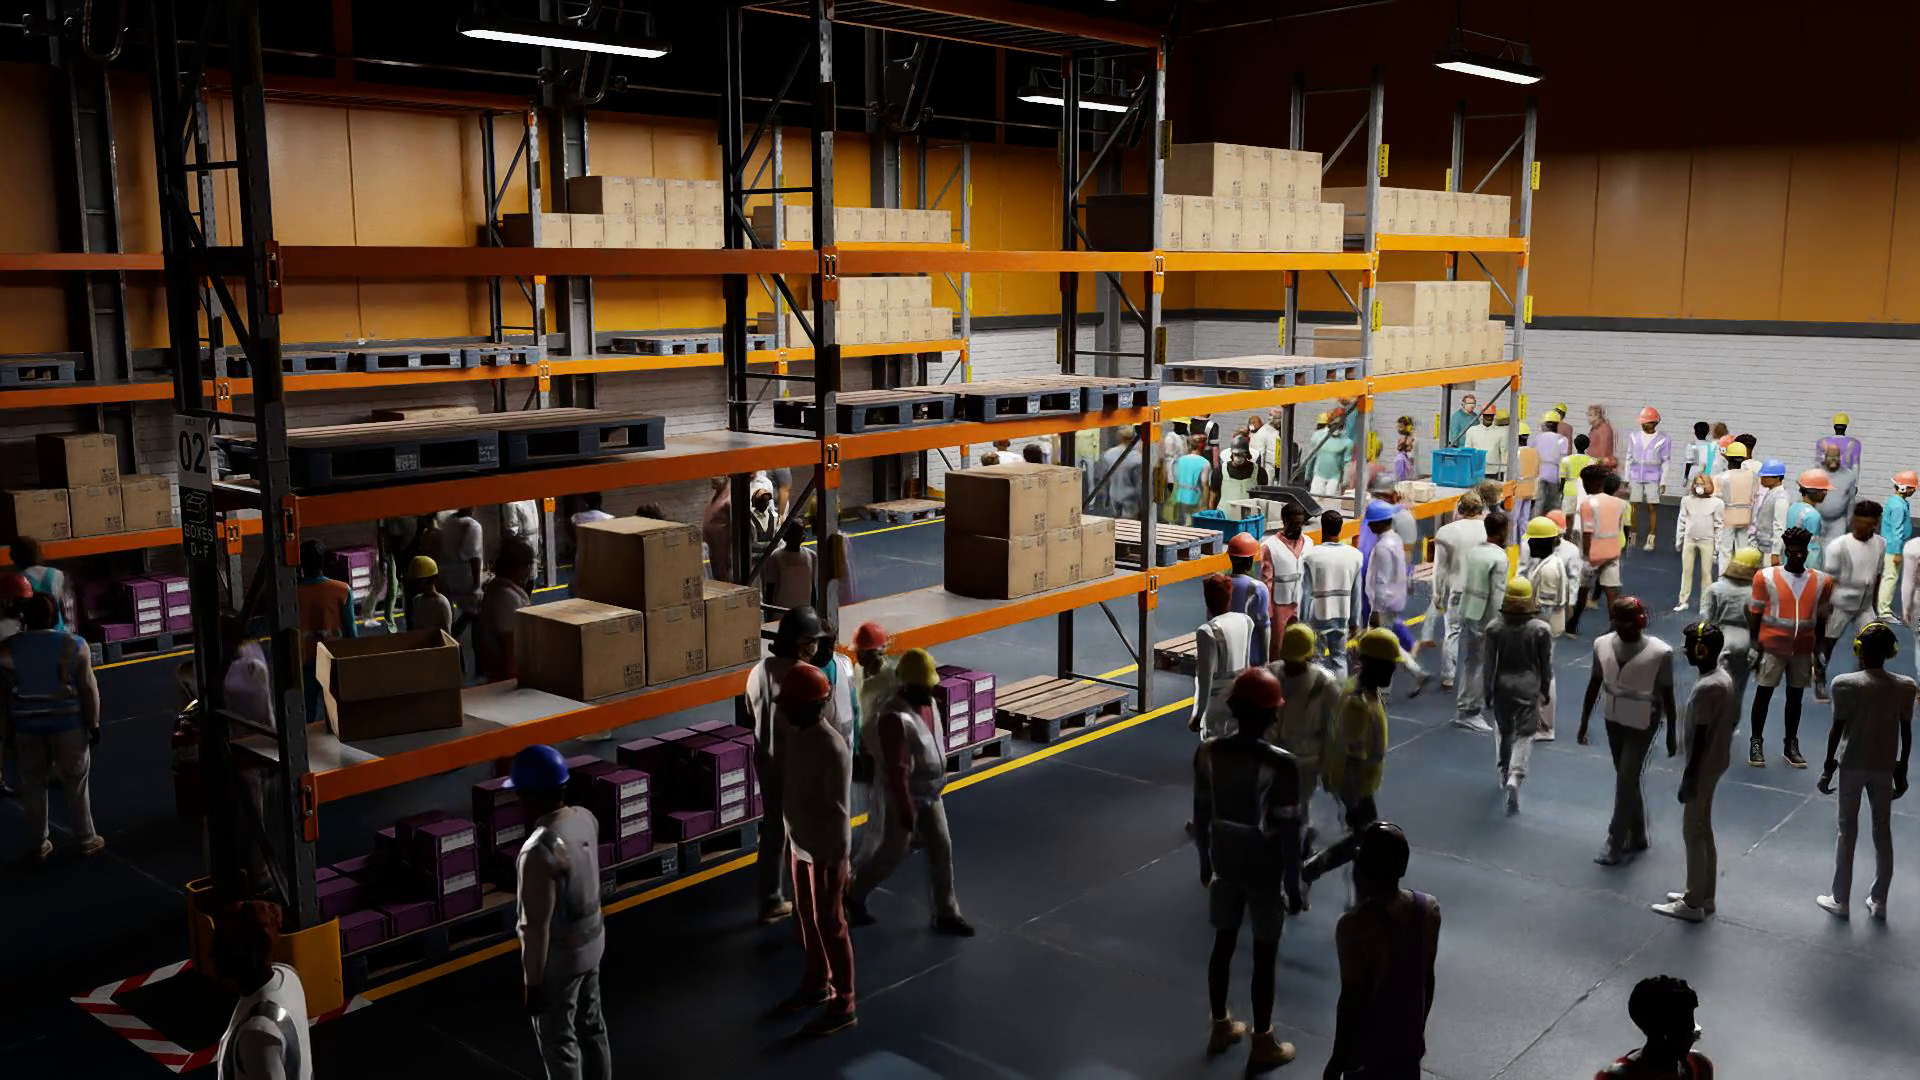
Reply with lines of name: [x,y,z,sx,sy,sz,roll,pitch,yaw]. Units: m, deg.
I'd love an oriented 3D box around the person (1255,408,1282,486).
person: [4.703,-1.035,24.911,0.652,1.897,0.399,-7,12,-35]

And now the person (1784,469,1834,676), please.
person: [8.358,0.308,16.437,0.374,2.043,0.612,1,10,6]

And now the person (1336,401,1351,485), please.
person: [6.986,-1.946,30.270,0.525,1.915,0.593,0,10,-3]

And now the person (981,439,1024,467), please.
person: [0.552,-0.495,21.734,0.584,1.878,0.362,1,10,5]

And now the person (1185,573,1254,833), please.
person: [1.839,1.161,11.815,0.356,1.887,0.573,9,13,43]

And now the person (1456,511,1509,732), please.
person: [4.582,0.700,14.540,0.419,1.897,0.646,-2,10,-10]

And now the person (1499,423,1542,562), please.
person: [7.503,-0.613,22.326,0.595,1.913,0.399,-5,11,-26]

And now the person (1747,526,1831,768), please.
person: [6.660,0.856,13.392,0.603,1.966,0.367,1,10,7]

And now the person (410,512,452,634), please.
person: [-5.209,0.460,16.423,0.349,1.761,0.537,-7,12,-36]

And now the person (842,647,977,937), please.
person: [-0.334,1.506,10.048,0.824,1.801,0.588,5,11,29]

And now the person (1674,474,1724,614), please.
person: [8.551,0.045,19.249,0.521,1.634,0.294,8,12,40]

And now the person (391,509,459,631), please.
person: [-5.446,0.215,17.004,0.681,2.000,0.535,-3,10,-20]

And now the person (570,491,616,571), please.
person: [-3.882,0.237,17.960,0.577,1.657,0.733,2,10,14]

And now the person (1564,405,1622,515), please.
person: [10.026,-1.198,26.086,1.022,1.828,0.649,0,10,0]

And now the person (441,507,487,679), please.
person: [-4.849,0.392,16.230,0.500,1.942,0.650,-9,13,-43]

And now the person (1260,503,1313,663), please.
person: [2.959,0.600,15.117,0.598,1.908,0.410,-6,11,-32]

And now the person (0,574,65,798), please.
person: [-7.072,1.113,12.583,0.795,1.715,0.580,0,10,-1]

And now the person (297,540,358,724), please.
person: [-5.000,0.952,12.967,0.593,1.920,0.392,-3,10,-17]

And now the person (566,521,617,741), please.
person: [-3.111,0.779,14.086,0.441,1.894,0.663,0,10,1]

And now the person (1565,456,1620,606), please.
person: [7.383,-0.085,19.472,0.514,1.809,0.635,-5,11,-27]

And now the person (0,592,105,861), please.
person: [-6.189,1.265,11.327,0.630,1.842,0.429,-2,10,-13]

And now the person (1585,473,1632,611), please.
person: [7.474,0.065,19.072,0.536,1.662,0.840,-3,10,-18]

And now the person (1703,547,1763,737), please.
person: [6.465,0.904,13.936,0.500,1.705,0.844,6,11,32]

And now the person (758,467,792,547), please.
person: [-2.395,-0.377,20.536,0.535,2.000,0.684,-6,11,-32]

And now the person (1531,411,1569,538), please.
person: [8.662,-0.932,24.306,0.861,1.883,0.614,-9,13,-44]

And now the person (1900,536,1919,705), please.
person: [8.797,0.628,14.940,0.665,1.904,0.782,4,10,22]

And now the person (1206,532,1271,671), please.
person: [2.222,0.899,13.222,0.544,1.939,0.354,7,12,35]

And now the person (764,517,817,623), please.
person: [-1.474,0.701,14.700,0.504,1.840,0.345,-6,11,-31]

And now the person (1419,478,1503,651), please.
person: [5.233,0.281,17.191,0.916,1.871,0.684,-2,10,-13]

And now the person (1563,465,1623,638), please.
person: [6.738,0.159,17.717,0.620,1.914,0.945,-4,10,-21]

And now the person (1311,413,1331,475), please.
person: [5.657,-1.117,25.883,0.339,1.738,0.490,-7,12,-38]

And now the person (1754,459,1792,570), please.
person: [8.839,0.078,18.136,0.418,1.939,0.612,3,10,16]

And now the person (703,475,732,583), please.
person: [-2.577,0.110,18.012,0.409,1.913,0.642,-6,11,-30]

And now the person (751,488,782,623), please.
person: [-2.160,0.248,18.033,0.514,1.634,0.313,-7,12,-35]

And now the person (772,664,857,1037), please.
person: [-0.785,1.619,8.804,0.409,1.984,0.613,-5,11,-29]

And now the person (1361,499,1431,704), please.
person: [3.955,0.575,15.235,0.614,1.914,0.650,4,10,22]

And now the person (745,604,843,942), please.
person: [-0.953,1.375,10.074,0.535,2.000,0.688,-9,13,-43]

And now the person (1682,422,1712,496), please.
person: [11.033,-0.921,24.816,0.532,1.695,0.319,-2,10,-11]

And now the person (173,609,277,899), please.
person: [-4.654,1.370,10.574,0.584,1.882,0.337,-2,10,-13]

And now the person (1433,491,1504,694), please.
person: [4.769,0.501,15.646,0.634,1.931,0.359,3,10,16]

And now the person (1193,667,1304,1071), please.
person: [1.481,1.649,8.442,0.614,2.040,0.394,9,13,41]

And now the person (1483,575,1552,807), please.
person: [4.181,1.125,12.543,0.483,1.713,0.771,5,11,29]

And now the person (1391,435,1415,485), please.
person: [6.227,-0.663,23.466,0.313,1.630,0.524,3,10,19]

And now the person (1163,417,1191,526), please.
person: [3.166,-0.940,24.264,0.398,1.920,0.586,5,11,28]
